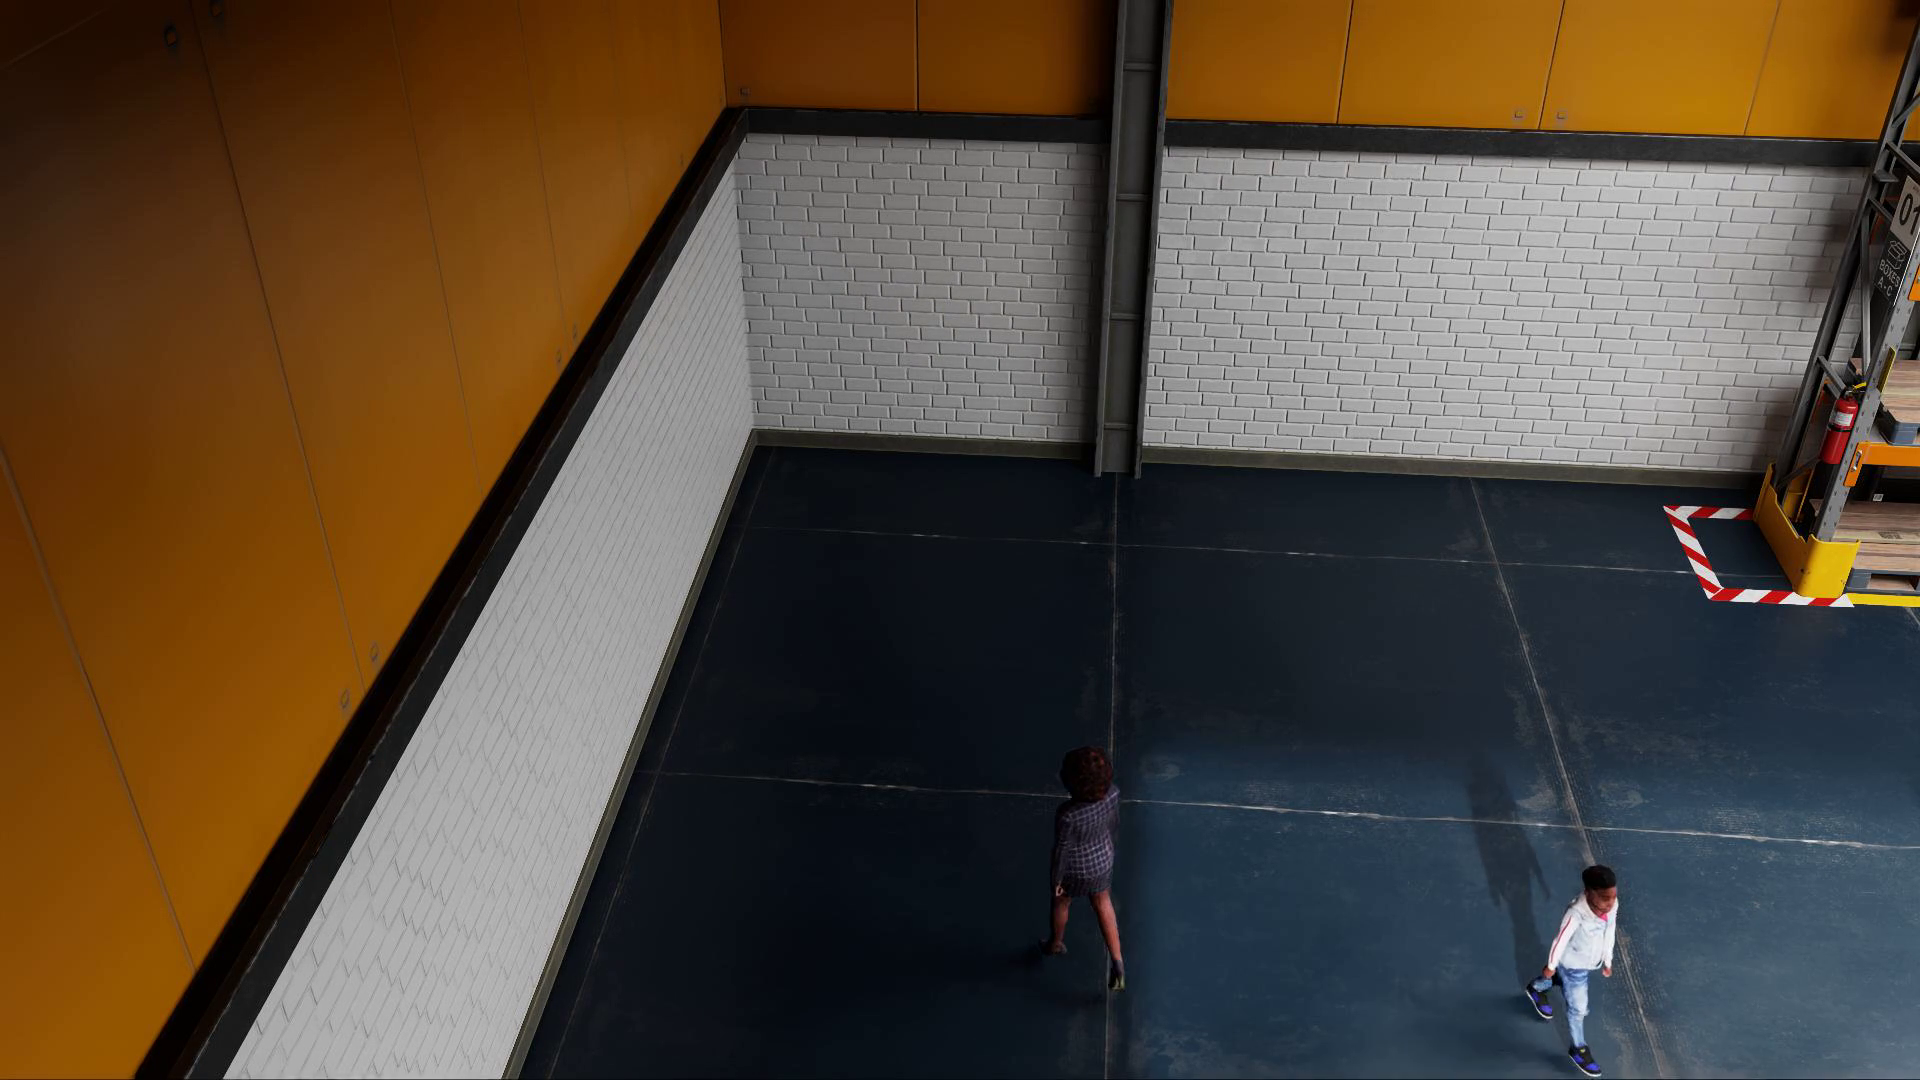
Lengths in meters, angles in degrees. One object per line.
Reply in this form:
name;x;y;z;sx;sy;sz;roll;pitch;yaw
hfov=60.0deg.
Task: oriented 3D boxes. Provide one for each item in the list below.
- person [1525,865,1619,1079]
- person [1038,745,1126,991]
person;3.294;2.197;8.950;0.871;1.232;0.820;-14;36;-20
person;0.727;1.818;9.113;0.950;1.681;0.963;-19;38;-26
